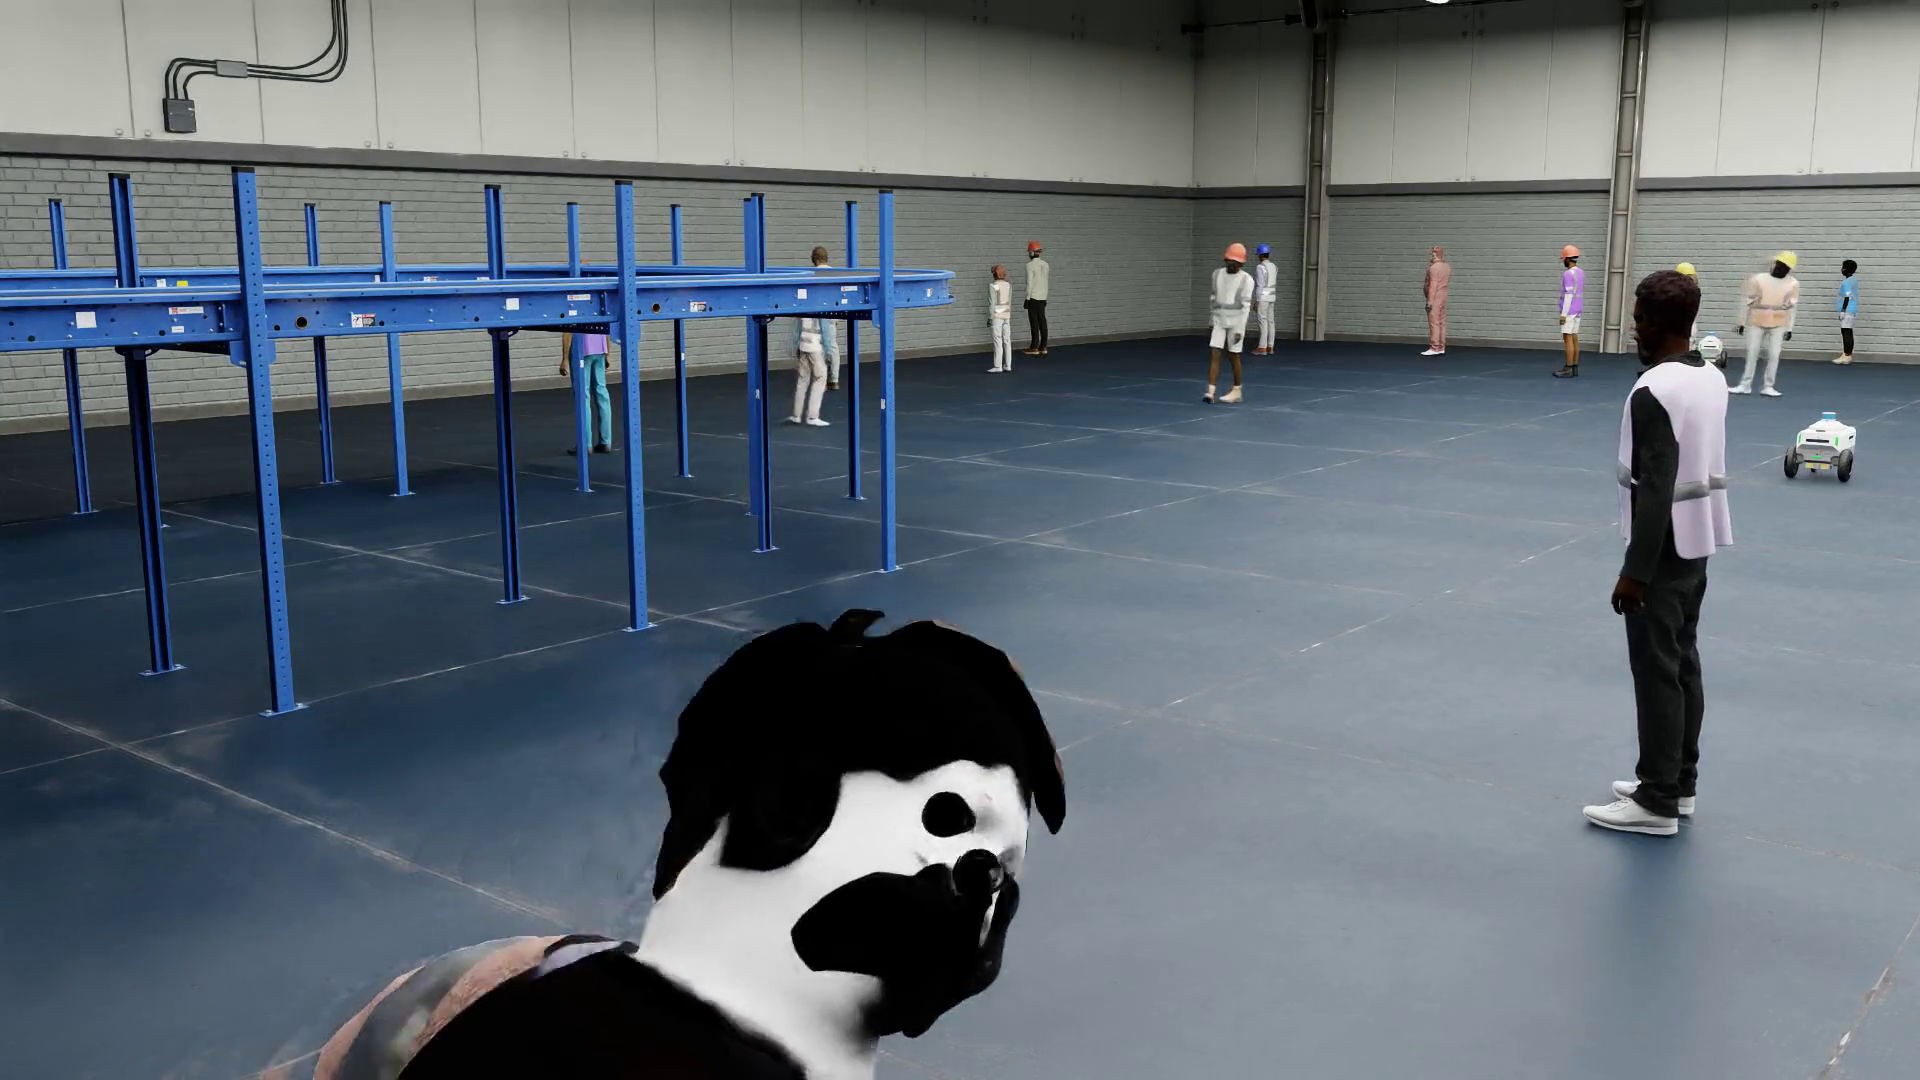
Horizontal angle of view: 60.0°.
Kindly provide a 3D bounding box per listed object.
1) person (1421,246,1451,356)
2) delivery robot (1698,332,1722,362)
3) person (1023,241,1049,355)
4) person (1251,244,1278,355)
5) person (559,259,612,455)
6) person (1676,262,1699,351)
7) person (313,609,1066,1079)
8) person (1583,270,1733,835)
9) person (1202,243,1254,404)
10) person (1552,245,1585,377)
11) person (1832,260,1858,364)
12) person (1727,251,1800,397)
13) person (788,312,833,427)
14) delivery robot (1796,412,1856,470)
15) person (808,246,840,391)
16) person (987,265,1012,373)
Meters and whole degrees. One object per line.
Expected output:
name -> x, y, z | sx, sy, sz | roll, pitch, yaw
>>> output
person -> 8.352, -4.202, 29.255 | 0.400, 1.907, 0.645 | 9, 13, 40
delivery robot -> 12.066, -3.102, 26.762 | 0.477, 0.478, 0.707 | 4, 11, 23
person -> 1.339, -4.311, 29.609 | 0.395, 1.993, 0.616 | 9, 13, 40
person -> 5.386, -4.261, 29.473 | 0.402, 1.943, 0.608 | 9, 13, 40
person -> -3.525, -1.730, 15.734 | 0.381, 1.841, 0.566 | 9, 13, 40
person -> 8.874, -2.526, 20.422 | 0.322, 1.741, 0.489 | 9, 13, 40
person -> -0.179, 0.937, 1.082 | 0.638, 1.802, 0.508 | 8, 13, 39
person -> 2.418, 0.045, 5.691 | 0.383, 1.916, 0.591 | 9, 13, 40
person -> 3.258, -2.644, 20.429 | 0.695, 1.971, 0.964 | 8, 13, 37
person -> 9.025, -3.389, 24.671 | 0.374, 1.934, 0.549 | 9, 13, 40
person -> 14.541, -3.740, 27.273 | 0.320, 1.695, 0.538 | 9, 13, 40
person -> 10.430, -2.802, 21.592 | 0.764, 1.876, 0.424 | 5, 11, 25
person -> -1.630, -2.057, 18.196 | 0.323, 1.607, 0.699 | -7, 13, -36
delivery robot -> 7.462, -0.857, 14.320 | 0.477, 0.478, 0.707 | 8, 13, 38
person -> -1.858, -2.988, 22.442 | 0.362, 1.936, 0.631 | 9, 13, 40
person -> 0.602, -3.377, 25.417 | 0.313, 1.639, 0.517 | 9, 13, 40
